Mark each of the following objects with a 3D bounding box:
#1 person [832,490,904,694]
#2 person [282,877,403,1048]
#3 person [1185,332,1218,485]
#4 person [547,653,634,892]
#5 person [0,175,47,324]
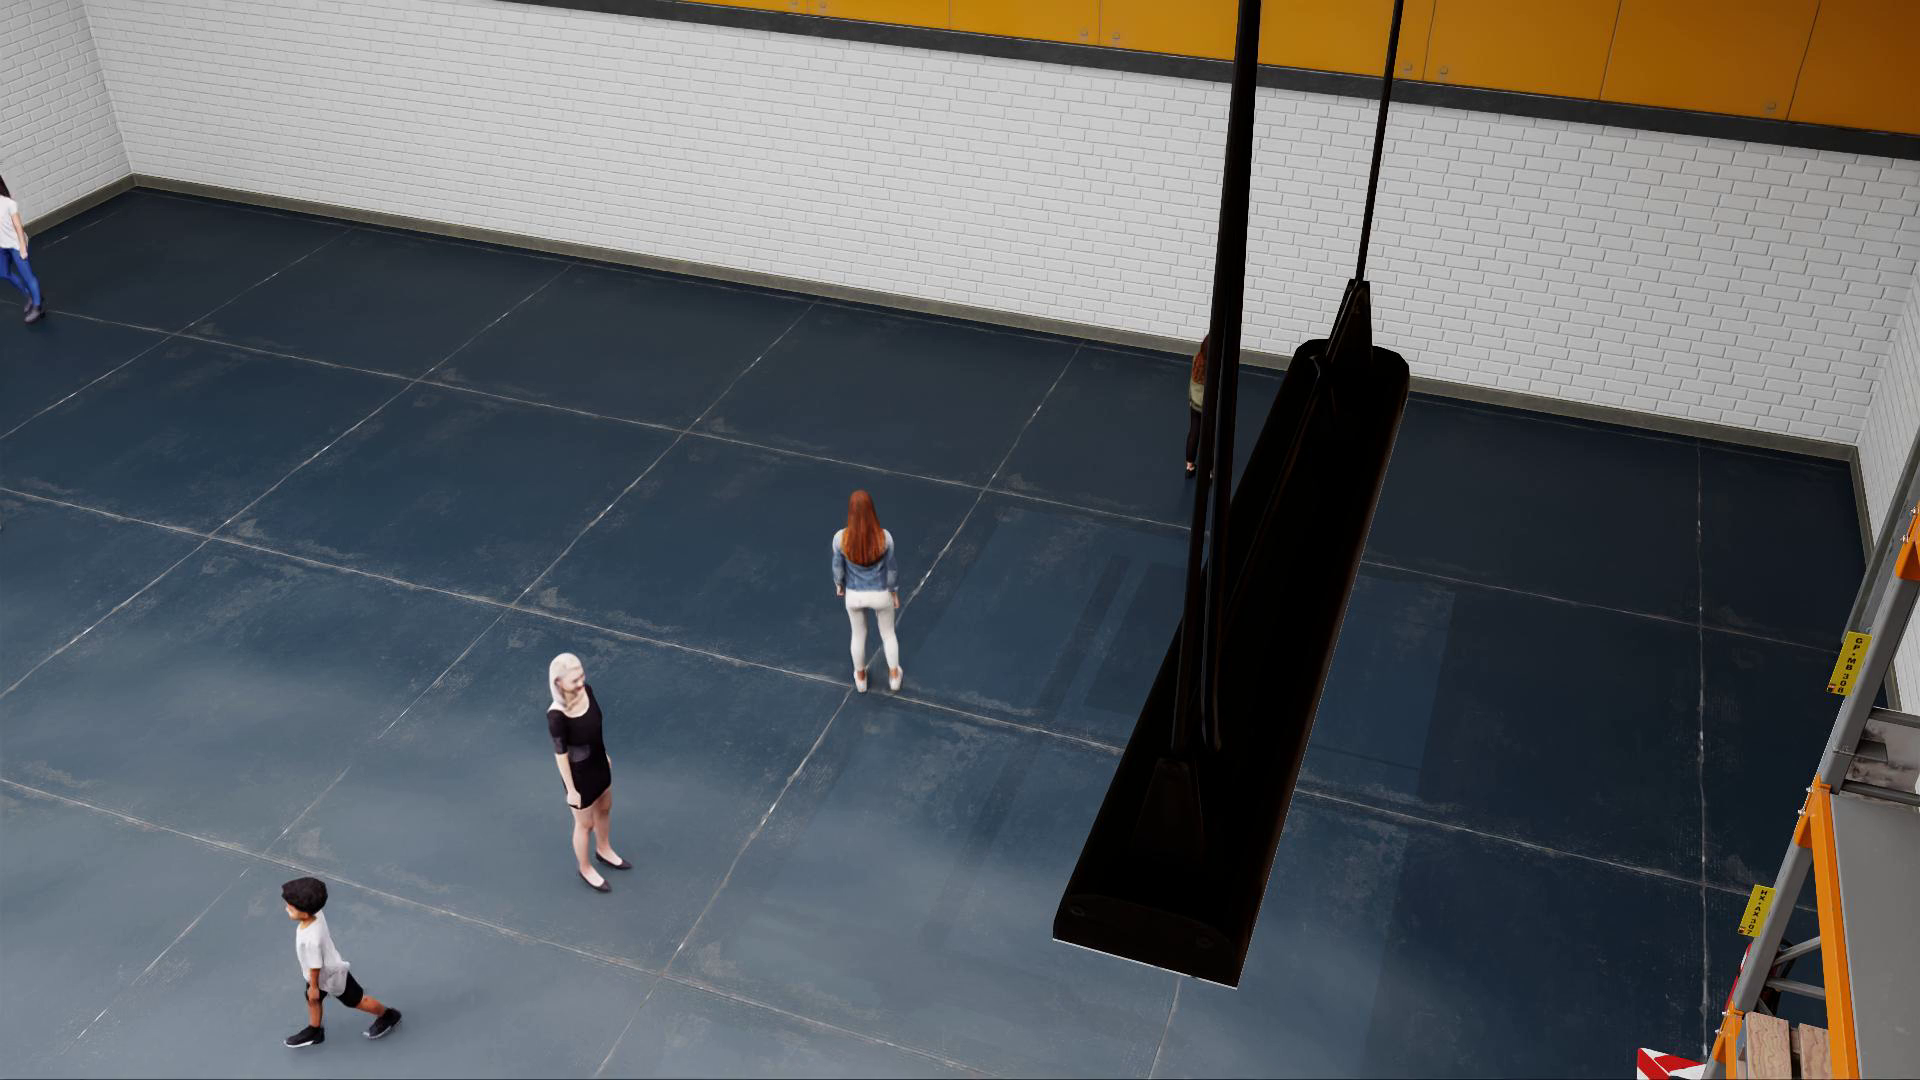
[{"bbox_3d":[-0.675,0.428,12.002,0.713,1.694,0.685,2,34,4],"label":"person"},{"bbox_3d":[-3.536,2.404,9.435,0.889,1.245,0.849,-13,36,-19],"label":"person"},{"bbox_3d":[2.178,-1.183,14.623,0.623,1.475,0.589,22,39,29],"label":"person"},{"bbox_3d":[-2.352,1.437,10.363,0.637,1.829,0.417,11,35,16],"label":"person"},{"bbox_3d":[-9.787,-3.083,17.299,0.616,1.679,0.598,13,36,19],"label":"person"}]
